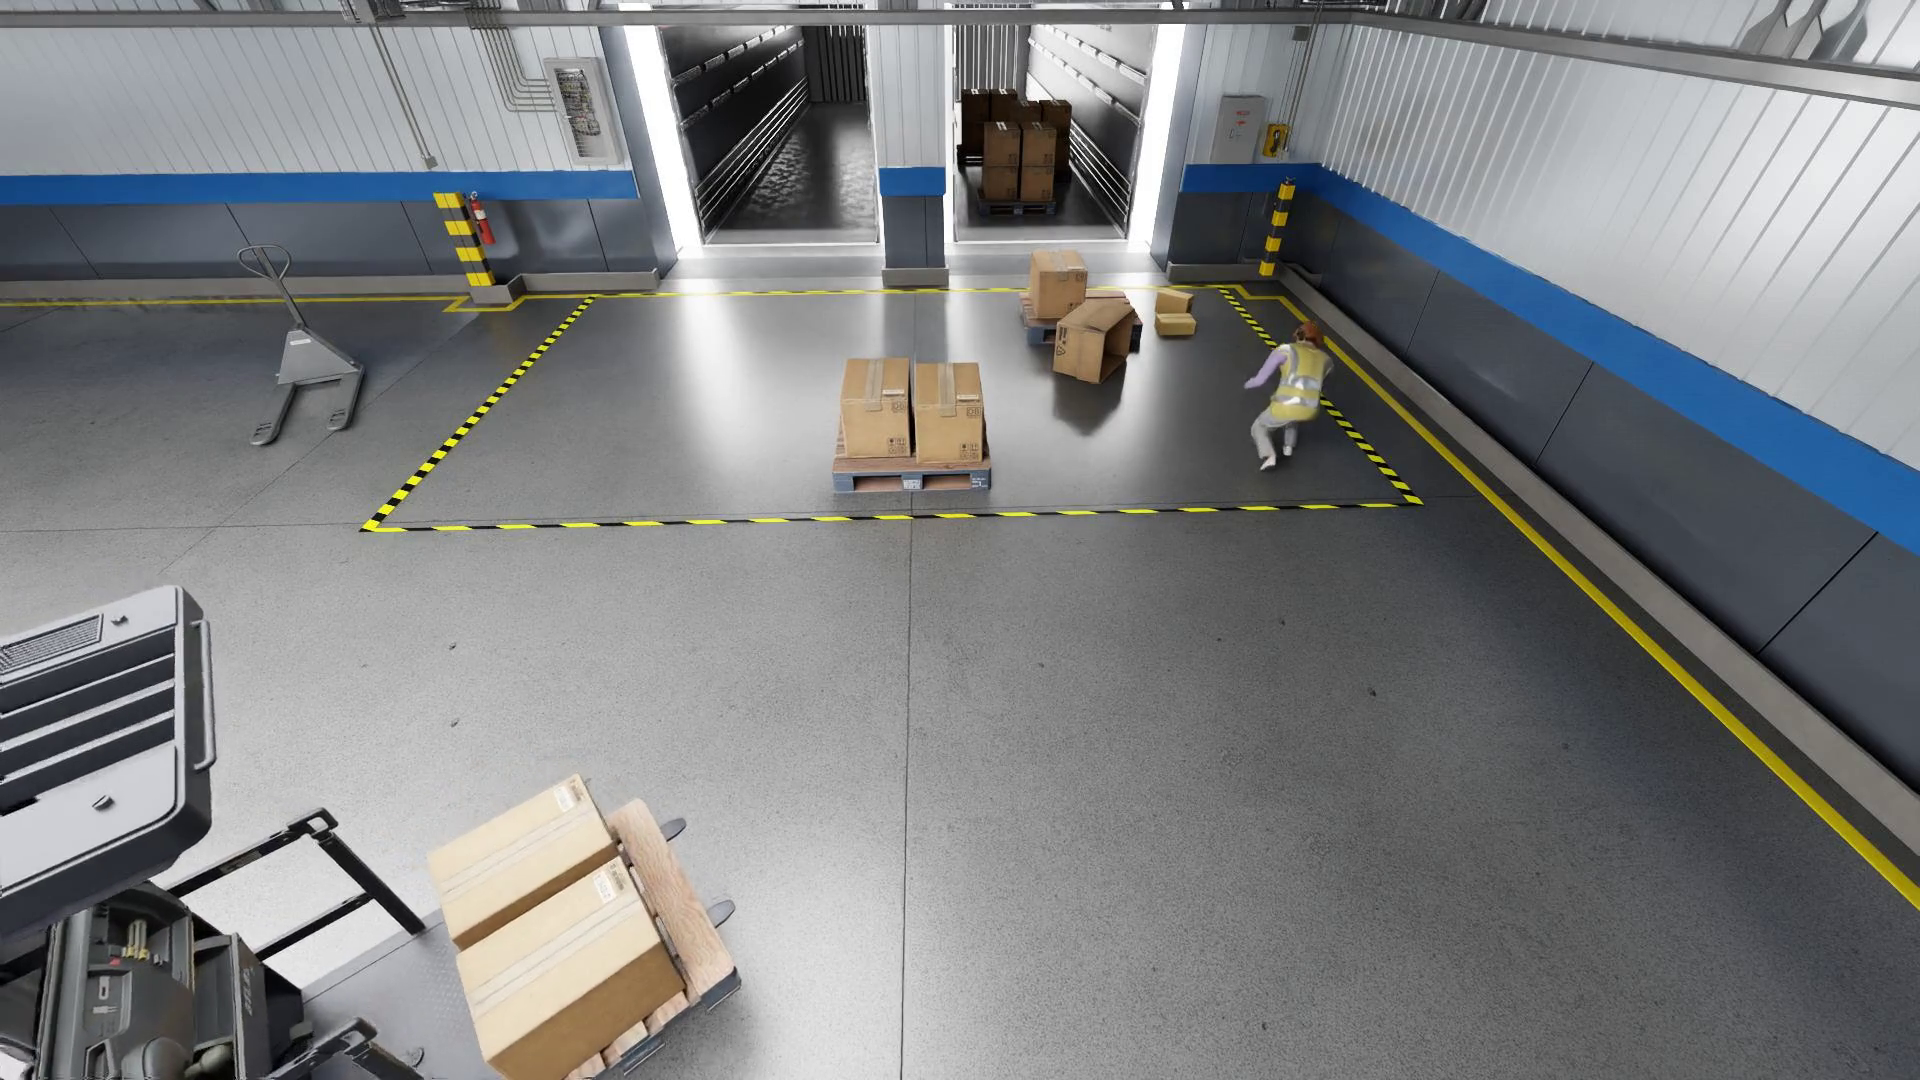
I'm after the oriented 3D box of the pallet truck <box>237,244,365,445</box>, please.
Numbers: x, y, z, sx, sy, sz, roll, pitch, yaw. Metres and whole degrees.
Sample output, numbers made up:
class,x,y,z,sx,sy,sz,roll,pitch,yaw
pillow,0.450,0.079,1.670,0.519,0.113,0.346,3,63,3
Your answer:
class,x,y,z,sx,sy,sz,roll,pitch,yaw
pallet truck,-5.915,-1.733,6.366,0.680,1.201,1.601,-18,42,-21

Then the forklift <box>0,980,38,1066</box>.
class,x,y,z,sx,sy,sz,roll,pitch,yaw
forklift,-2.239,1.498,1.650,0.776,2.013,0.716,-27,46,-30

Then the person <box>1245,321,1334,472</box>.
class,x,y,z,sx,sy,sz,roll,pitch,yaw
person,2.637,-1.139,5.845,0.615,1.018,0.991,5,39,6
